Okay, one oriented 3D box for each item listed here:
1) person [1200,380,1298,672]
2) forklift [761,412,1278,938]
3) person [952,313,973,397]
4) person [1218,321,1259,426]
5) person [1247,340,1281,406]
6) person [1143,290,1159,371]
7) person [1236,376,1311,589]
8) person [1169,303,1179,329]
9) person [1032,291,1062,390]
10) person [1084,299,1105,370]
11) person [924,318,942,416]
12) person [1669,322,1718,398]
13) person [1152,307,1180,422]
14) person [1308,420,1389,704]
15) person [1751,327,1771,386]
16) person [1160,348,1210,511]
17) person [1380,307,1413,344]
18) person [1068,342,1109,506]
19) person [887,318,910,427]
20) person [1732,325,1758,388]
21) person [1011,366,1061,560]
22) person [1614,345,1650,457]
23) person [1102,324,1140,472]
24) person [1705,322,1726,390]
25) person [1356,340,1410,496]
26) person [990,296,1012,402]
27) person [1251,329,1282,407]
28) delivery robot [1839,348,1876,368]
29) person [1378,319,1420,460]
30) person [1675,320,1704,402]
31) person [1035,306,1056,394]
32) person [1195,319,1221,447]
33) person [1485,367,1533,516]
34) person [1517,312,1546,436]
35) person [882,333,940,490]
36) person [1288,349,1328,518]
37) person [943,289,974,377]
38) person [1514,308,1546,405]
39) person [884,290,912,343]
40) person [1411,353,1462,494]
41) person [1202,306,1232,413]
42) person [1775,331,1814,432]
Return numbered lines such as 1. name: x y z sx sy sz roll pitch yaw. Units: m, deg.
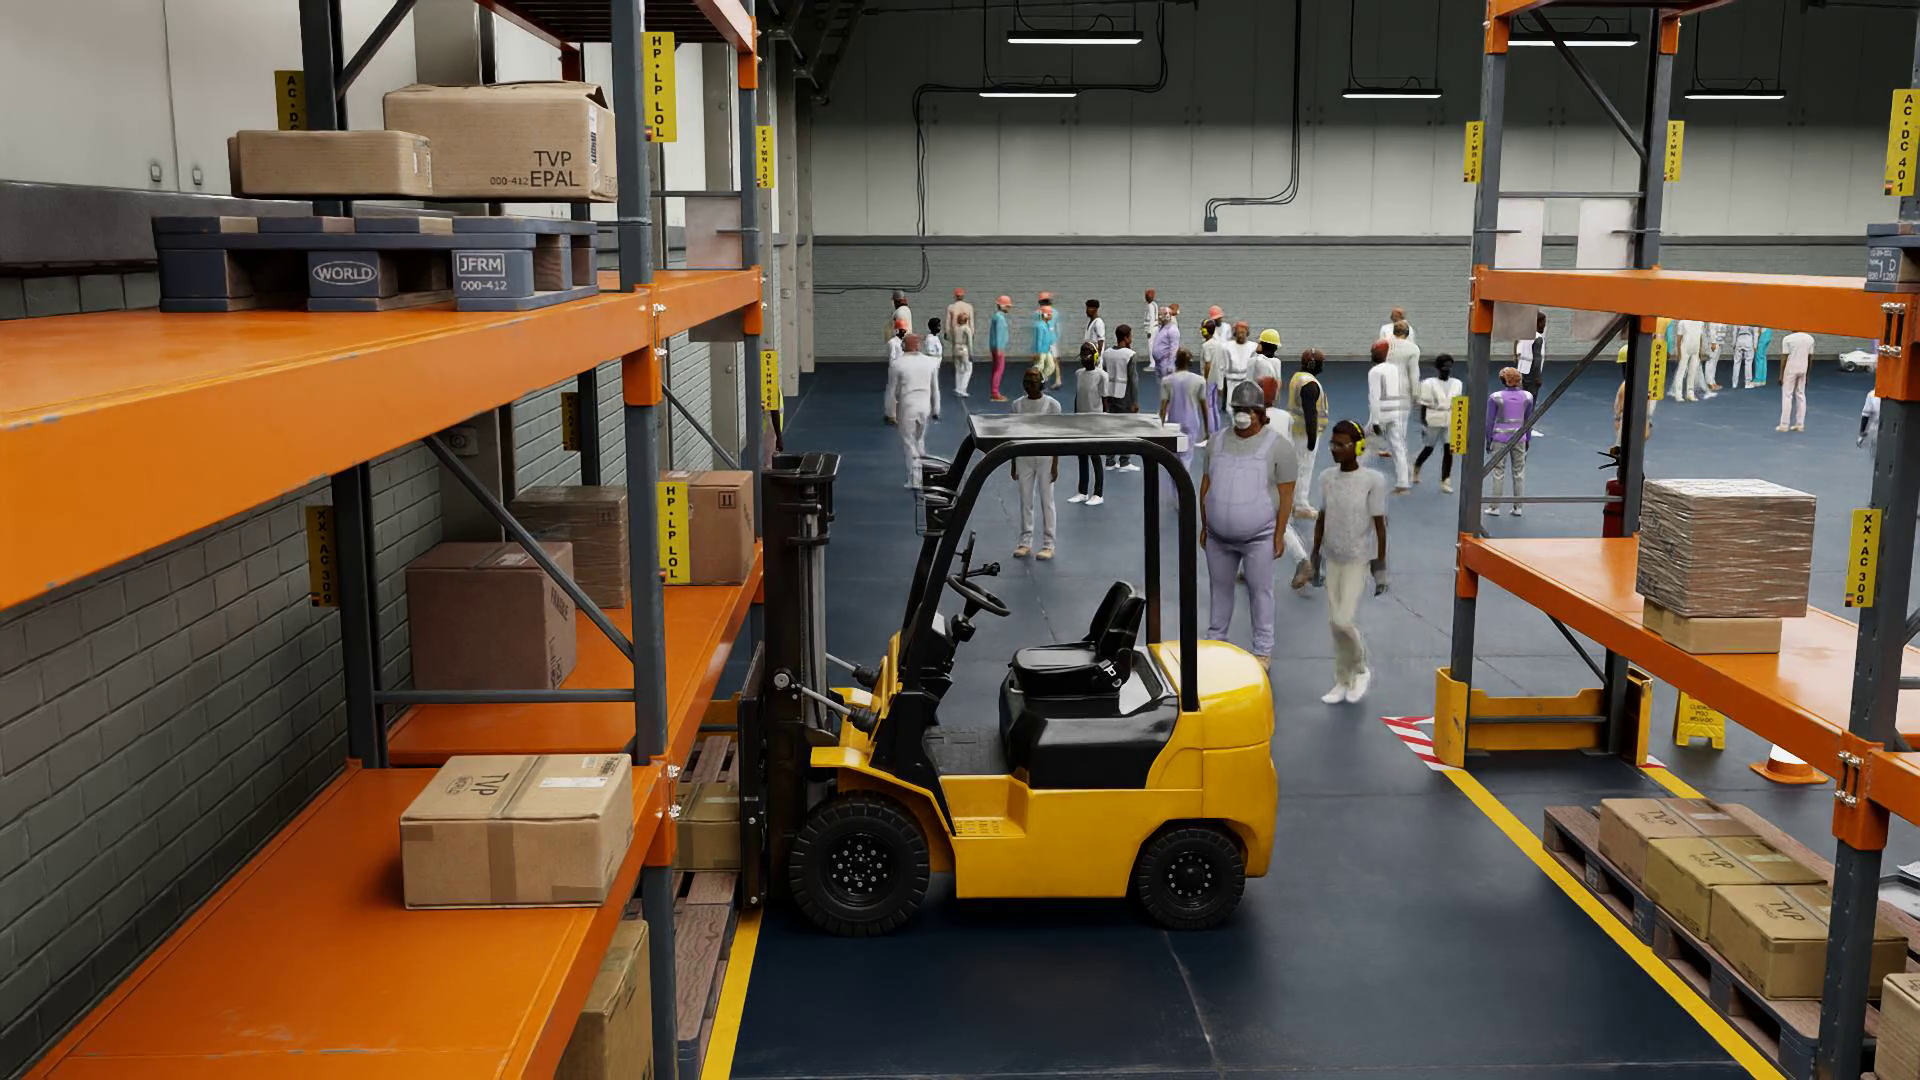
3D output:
1. person: 1.959 -0.094 11.583 0.682 2.000 0.537 6 12 29
2. forklift: 0.291 0.548 7.580 2.313 2.155 1.214 0 10 -2
3. person: 0.037 -3.562 32.053 0.533 1.628 0.334 9 14 42
4. person: 4.004 -2.193 23.755 0.619 1.862 0.487 1 10 7
5. person: 4.308 -2.054 23.636 0.507 1.632 0.264 4 11 22
6. person: 4.421 -4.848 38.508 0.352 1.881 0.576 2 10 12
7. person: 2.694 -0.482 14.291 0.574 1.858 0.824 -7 13 -36
8. person: 4.707 -4.435 36.930 0.280 1.626 0.500 2 10 13
9. person: 1.783 -4.041 33.747 0.618 1.993 1.077 -5 11 -24
10. person: 2.405 -3.356 29.959 0.361 1.963 0.613 -2 10 -12
11. person: -0.475 -2.992 28.713 0.321 1.691 0.532 2 10 9
12. person: 14.116 -3.564 31.911 0.928 1.679 0.503 8 13 39
13. person: 3.396 -2.922 27.713 0.409 1.909 0.642 -3 11 -17
14. person: 2.470 0.153 10.702 0.415 1.857 0.559 -9 13 -40
15. person: 16.632 -4.107 34.530 0.354 1.835 0.517 10 14 43
16. person: 2.542 -1.263 18.770 0.517 1.795 0.956 4 11 20
17. person: 7.460 -3.053 28.540 0.610 1.868 0.438 7 12 33
18. person: 1.465 -1.322 18.955 0.329 1.858 0.512 -9 13 -40
19. person: -0.954 -2.723 27.026 0.334 1.749 0.575 6 12 29
20. person: 16.128 -3.993 34.159 0.489 1.733 0.331 10 14 43
21. person: 0.708 -0.728 15.701 0.501 1.839 0.342 5 11 24
22. person: 6.965 -1.065 17.333 0.382 1.920 0.585 9 14 42
23. person: 2.092 -1.850 21.707 0.377 1.917 0.599 -9 13 -40
24. person: 15.298 -4.011 33.665 0.387 1.948 0.601 7 12 34
25. person: 4.995 -1.456 19.782 0.563 1.823 1.008 -7 13 -36
26. person: 0.771 -3.586 31.212 0.425 1.982 0.651 0 10 2
27. person: 3.755 -1.636 20.519 0.382 1.917 0.585 1 10 4
28. delivery robot: 20.531 -4.146 38.035 0.707 0.478 0.477 1 10 6
29. person: 5.985 -2.044 22.763 0.627 1.933 0.367 10 14 43
30. person: 13.631 -3.492 31.058 0.506 1.846 0.346 -2 10 -10
31. person: 1.639 -3.733 32.727 0.471 1.724 0.588 3 11 17
32. person: 3.625 -2.278 24.241 0.323 1.865 0.518 6 12 31
33. person: 5.983 -1.067 18.150 0.514 1.634 0.313 -1 10 -3
34. person: 8.810 -2.551 25.642 0.397 1.911 0.588 0 10 1
35. person: -0.621 -1.570 20.248 0.657 1.877 0.773 -6 12 -31
36. person: 3.787 -1.162 18.115 0.429 1.838 0.622 0 10 -1
37. person: -0.037 -4.626 37.100 0.625 1.939 1.019 -3 11 -15
38. person: 10.417 -3.381 30.487 0.562 1.832 0.404 9 14 41
39. person: -1.234 -3.946 33.045 0.535 2.000 0.674 2 10 9
40. person: 5.741 -1.423 20.004 0.533 1.673 0.742 -2 10 -8
41. person: 4.469 -3.136 28.963 0.581 1.882 0.614 -2 10 -11
42. person: 13.128 -2.603 26.144 0.501 1.839 0.341 -1 10 -8
